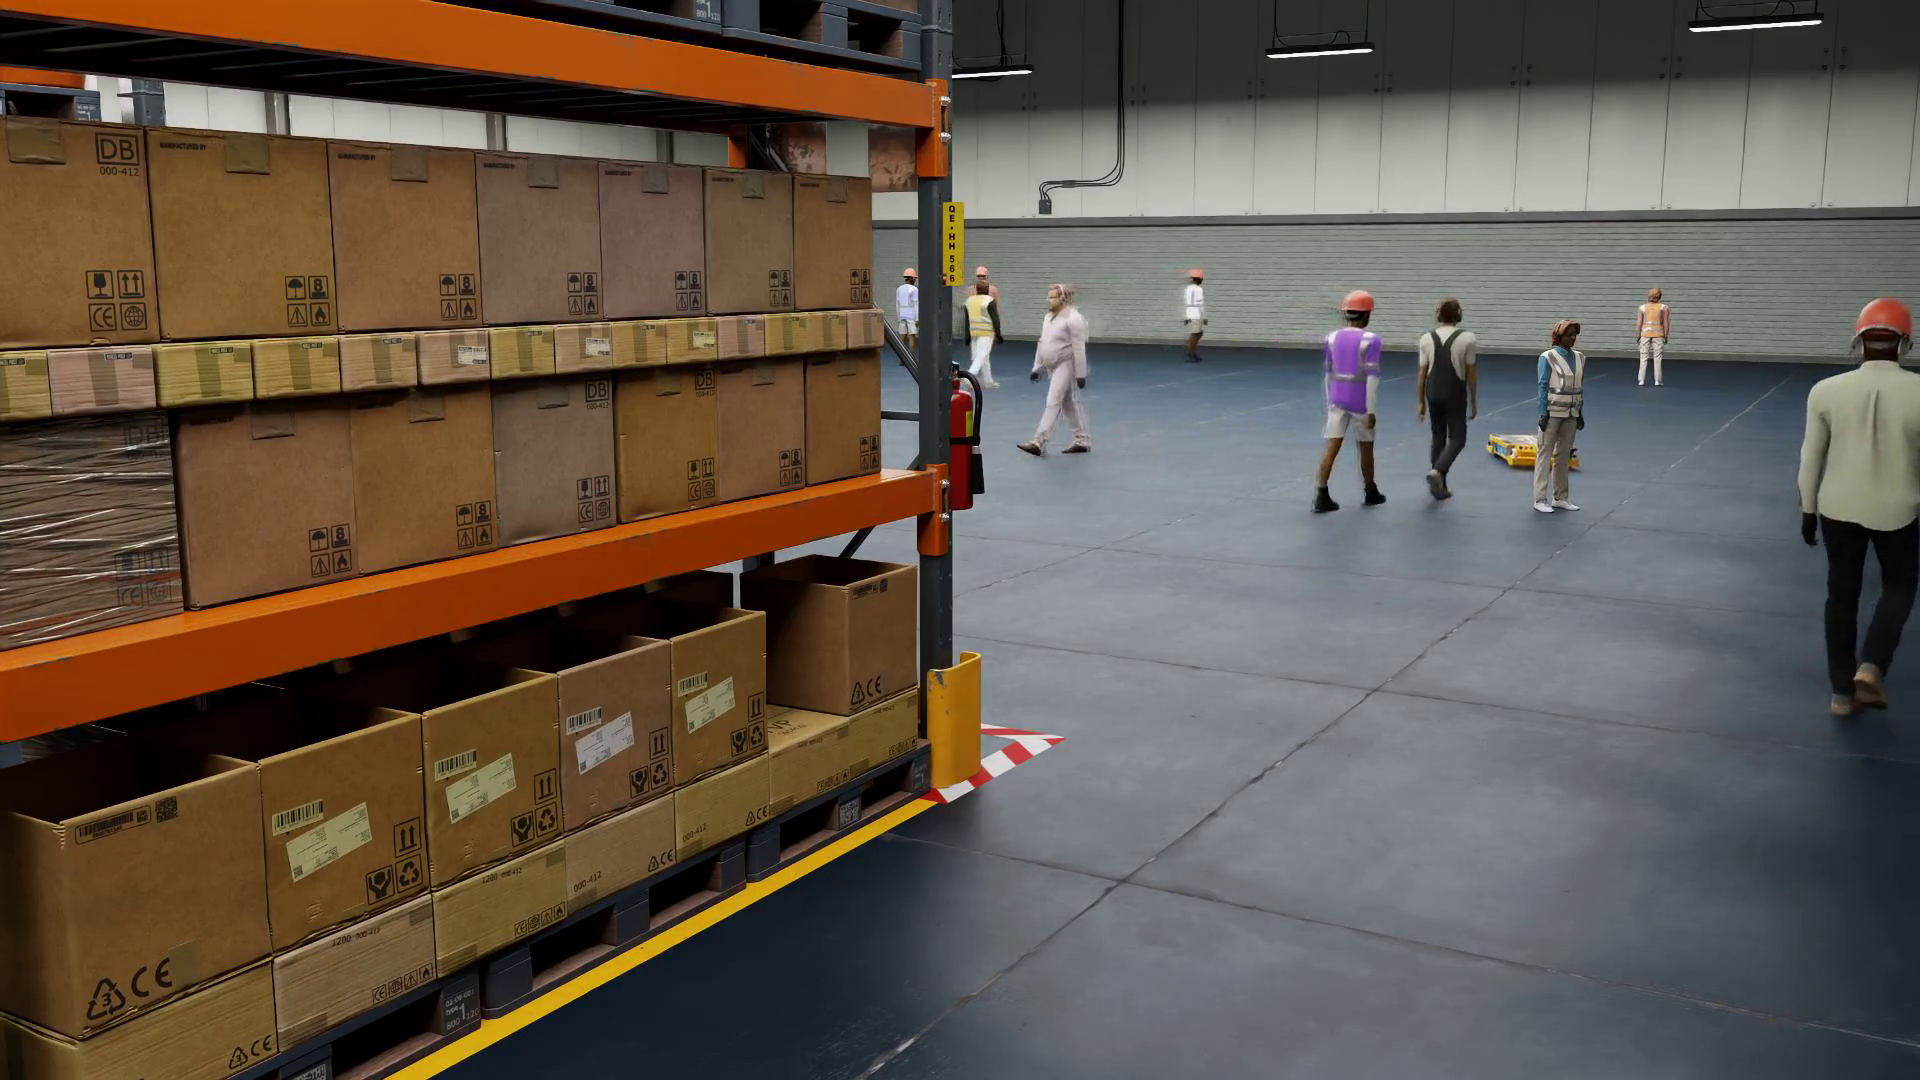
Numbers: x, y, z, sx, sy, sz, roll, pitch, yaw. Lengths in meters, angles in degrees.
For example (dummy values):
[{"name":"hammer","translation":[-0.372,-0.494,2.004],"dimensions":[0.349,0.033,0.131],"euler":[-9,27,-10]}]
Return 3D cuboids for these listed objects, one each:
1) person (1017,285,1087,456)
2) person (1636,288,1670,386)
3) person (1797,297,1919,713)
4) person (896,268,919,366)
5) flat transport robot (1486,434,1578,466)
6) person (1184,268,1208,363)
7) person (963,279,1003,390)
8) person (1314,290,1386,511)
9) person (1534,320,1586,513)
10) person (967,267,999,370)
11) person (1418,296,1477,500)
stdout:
[{"name":"person","translation":[1.016,-1.846,18.166],"dimensions":[0.989,1.856,0.643],"euler":[-4,11,-24]},{"name":"person","translation":[11.606,-3.394,27.878],"dimensions":[0.512,1.642,0.312],"euler":[6,11,30]},{"name":"person","translation":[4.300,-0.145,7.853],"dimensions":[0.645,1.980,0.433],"euler":[7,12,37]},{"name":"person","translation":[-1.010,-4.409,32.969],"dimensions":[0.545,1.933,0.376],"euler":[9,13,41]},{"name":"flat transport robot","translation":[6.063,-0.967,17.674],"dimensions":[0.652,0.197,1.431],"euler":[1,10,7]},{"name":"person","translation":[4.851,-4.557,33.860],"dimensions":[0.560,1.917,0.563],"euler":[-2,10,-13]},{"name":"person","translation":[0.329,-3.347,27.140],"dimensions":[0.930,1.809,0.616],"euler":[-9,13,-42]},{"name":"person","translation":[3.368,-1.195,14.302],"dimensions":[0.558,1.890,0.977],"euler":[9,13,43]},{"name":"person","translation":[5.112,-1.053,14.178],"dimensions":[0.515,1.641,0.309],"euler":[-5,11,-28]},{"name":"person","translation":[0.436,-4.238,31.890],"dimensions":[0.637,1.955,0.924],"euler":[0,10,0]},{"name":"person","translation":[4.277,-1.232,14.676],"dimensions":[0.517,1.827,0.630],"euler":[7,12,37]}]
